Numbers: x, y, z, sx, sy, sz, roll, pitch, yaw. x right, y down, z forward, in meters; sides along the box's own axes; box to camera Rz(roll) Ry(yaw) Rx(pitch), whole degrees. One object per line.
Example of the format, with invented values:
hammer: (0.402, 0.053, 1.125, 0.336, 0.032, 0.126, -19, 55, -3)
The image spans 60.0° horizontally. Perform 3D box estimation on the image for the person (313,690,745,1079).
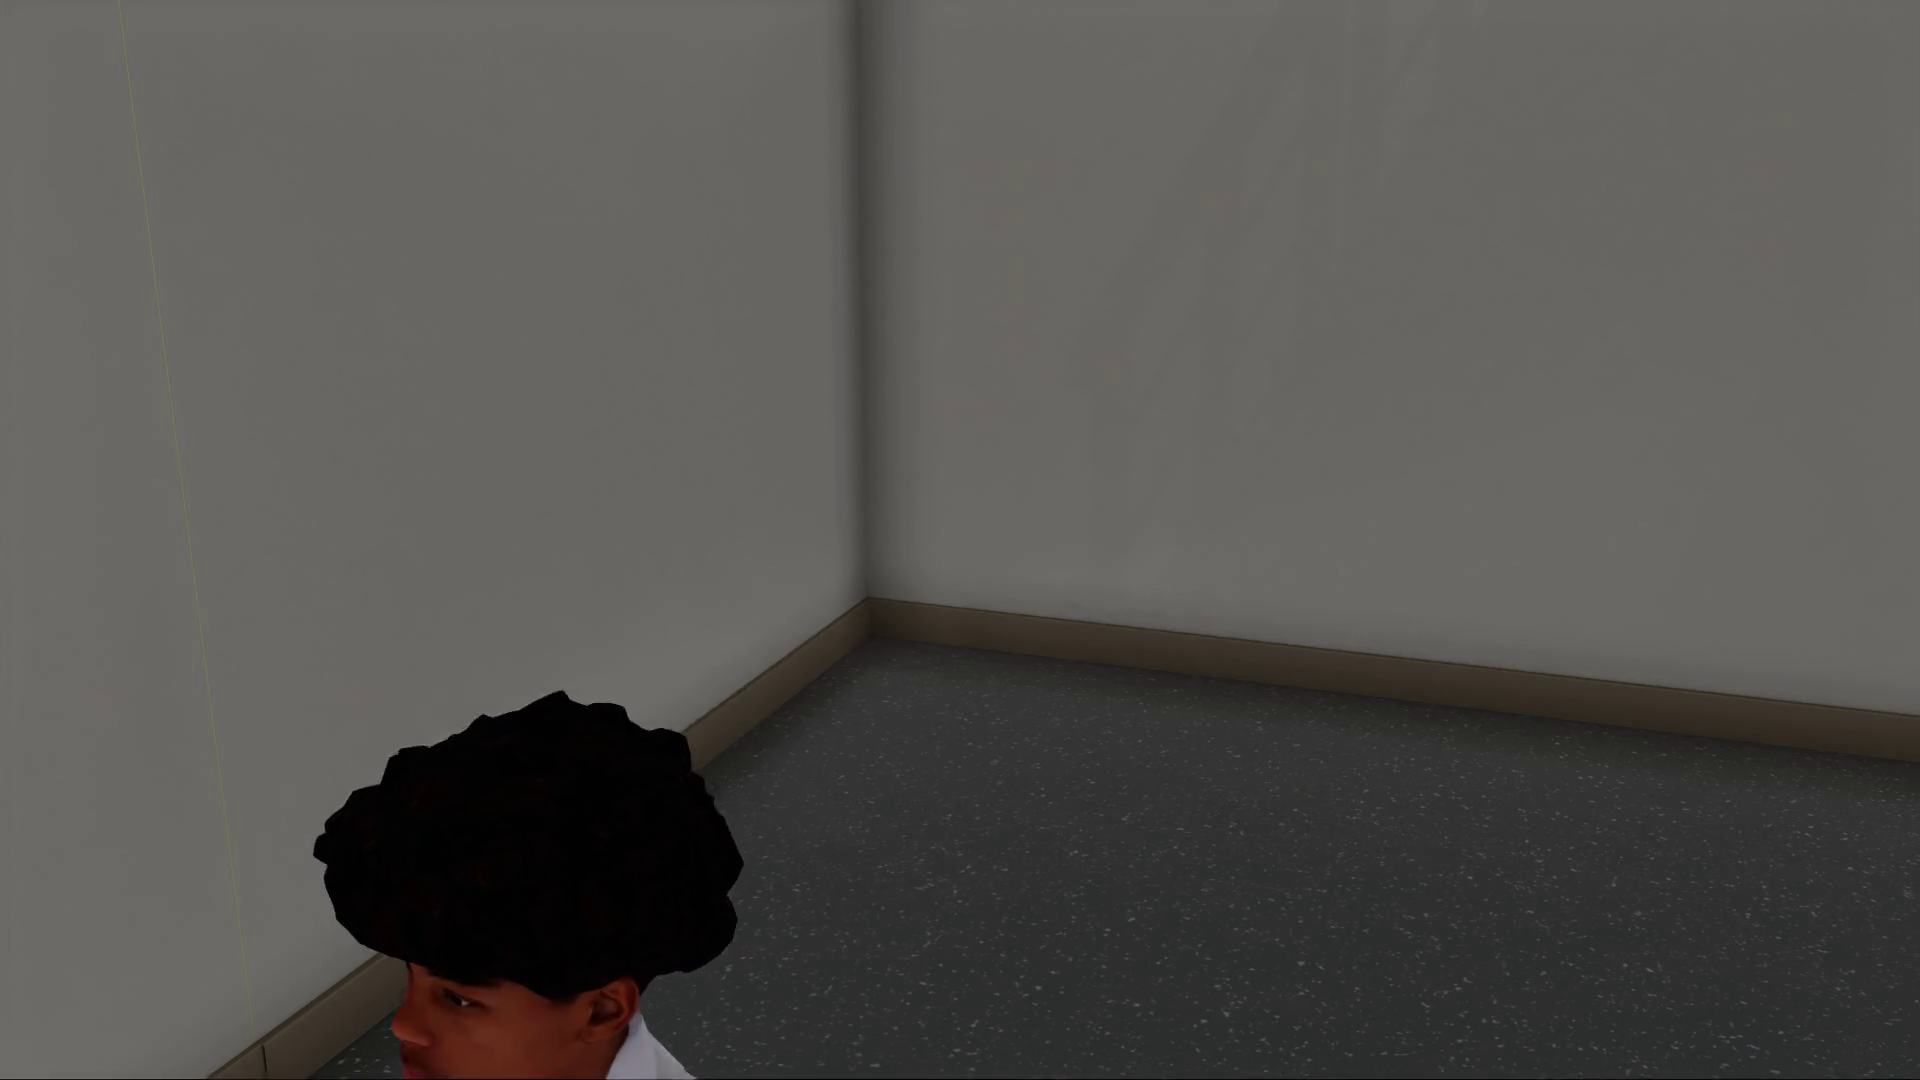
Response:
person: (-0.246, 0.983, 1.579, 1.193, 1.760, 1.013, -12, 20, -36)
